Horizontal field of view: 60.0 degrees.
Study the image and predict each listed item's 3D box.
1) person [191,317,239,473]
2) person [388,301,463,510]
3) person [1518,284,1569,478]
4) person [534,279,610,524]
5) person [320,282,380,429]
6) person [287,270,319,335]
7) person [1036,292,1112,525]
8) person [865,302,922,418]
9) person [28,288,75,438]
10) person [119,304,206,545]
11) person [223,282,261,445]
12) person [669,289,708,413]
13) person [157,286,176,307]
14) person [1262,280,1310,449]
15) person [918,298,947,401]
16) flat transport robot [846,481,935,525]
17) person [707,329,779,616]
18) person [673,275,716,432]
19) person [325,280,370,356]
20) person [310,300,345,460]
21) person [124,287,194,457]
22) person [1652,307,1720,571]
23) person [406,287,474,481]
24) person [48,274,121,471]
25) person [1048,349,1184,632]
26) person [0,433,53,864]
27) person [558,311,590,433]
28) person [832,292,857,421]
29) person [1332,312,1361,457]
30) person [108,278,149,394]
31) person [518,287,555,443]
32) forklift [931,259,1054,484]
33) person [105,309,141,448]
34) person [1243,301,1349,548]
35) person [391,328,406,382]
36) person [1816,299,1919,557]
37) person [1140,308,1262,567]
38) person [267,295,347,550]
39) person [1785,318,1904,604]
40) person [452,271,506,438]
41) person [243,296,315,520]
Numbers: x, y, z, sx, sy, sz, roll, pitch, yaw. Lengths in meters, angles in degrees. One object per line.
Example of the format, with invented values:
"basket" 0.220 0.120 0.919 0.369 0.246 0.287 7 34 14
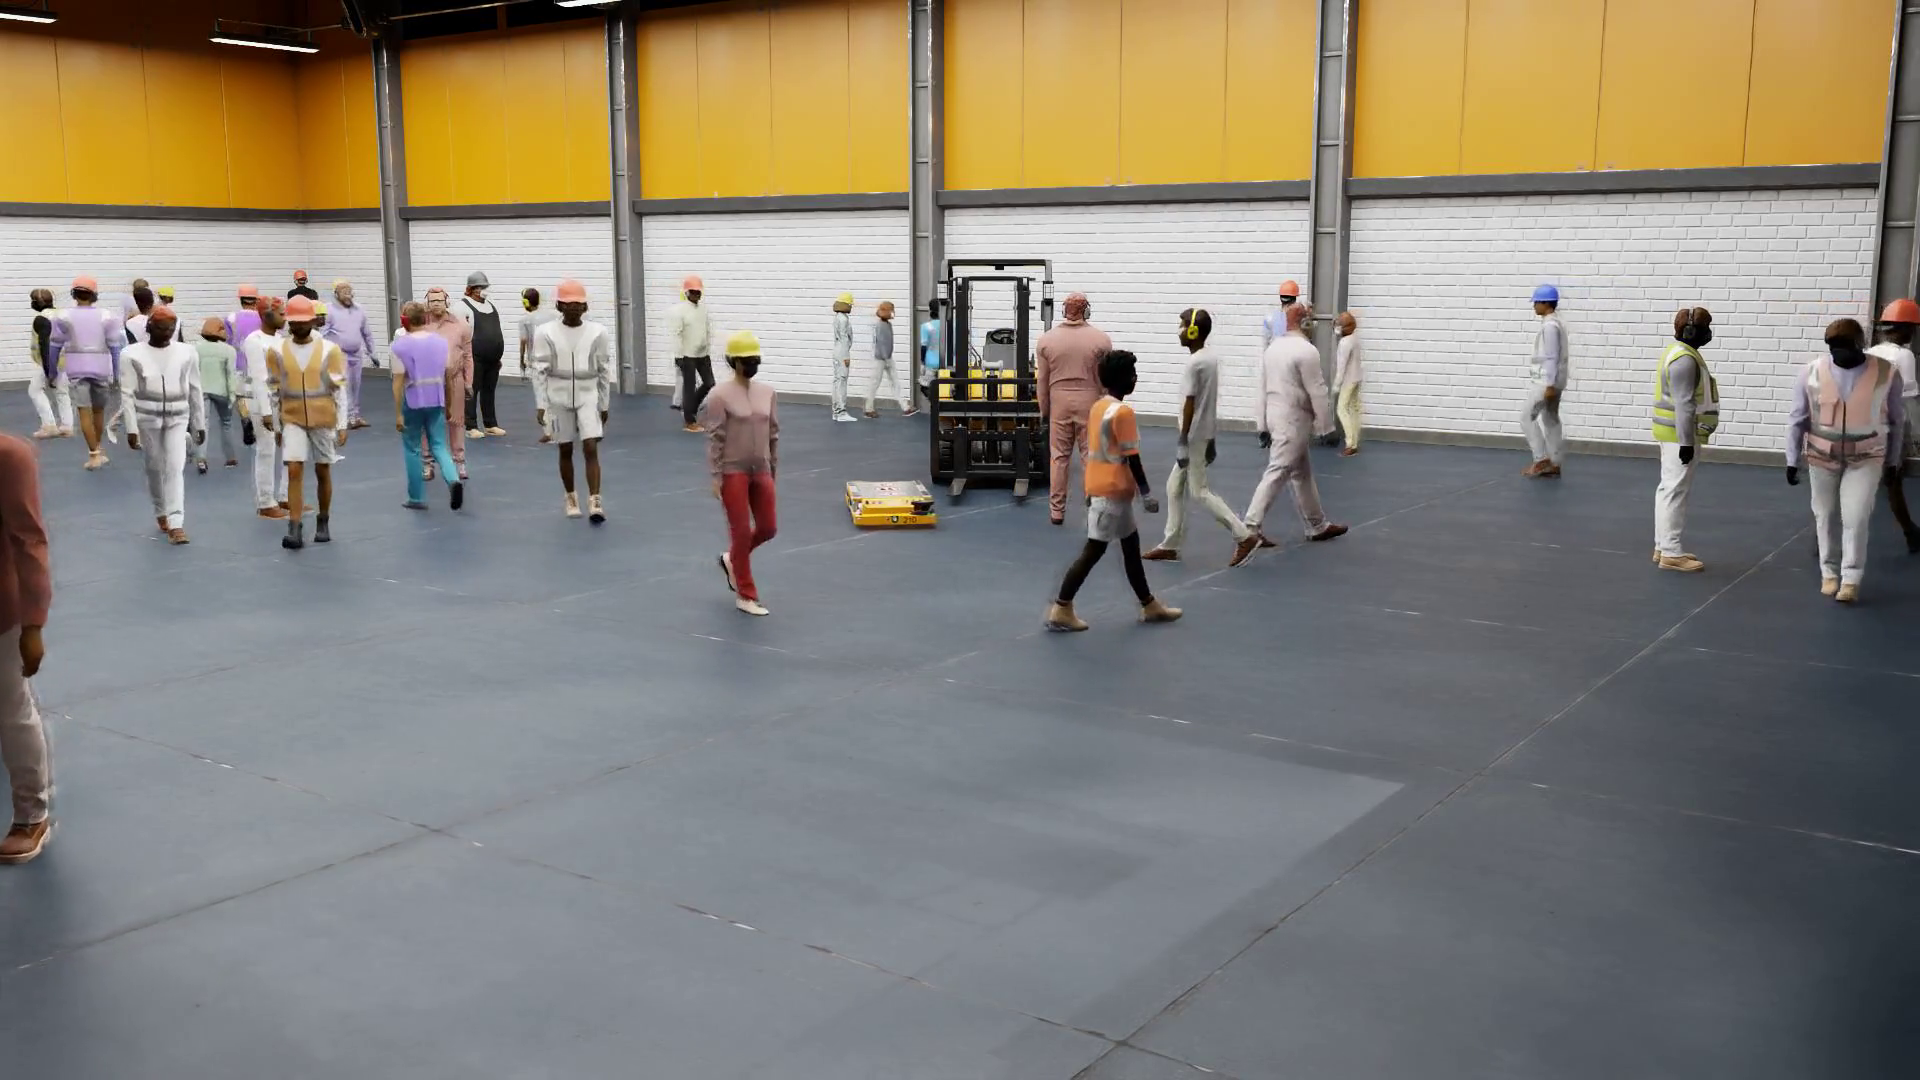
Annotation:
"person" -7.702 -1.501 17.146 0.505 1.588 0.862 -1 10 -8
"person" -4.598 -1.142 14.293 0.714 1.822 0.578 9 13 43
"person" 5.803 -1.570 16.538 0.508 1.929 0.606 5 11 26
"person" -3.172 -1.127 13.677 0.623 1.997 0.977 -3 10 -15
"person" -7.812 -2.363 21.419 0.649 1.876 0.741 7 12 34
"person" -12.217 -4.022 30.950 0.381 1.994 0.622 7 12 36
"person" 0.952 -1.066 13.611 0.639 1.908 0.409 2 10 13
"person" -0.947 -2.453 22.800 0.840 1.593 0.504 3 10 19
"person" -11.170 -2.157 20.339 0.549 1.822 0.642 -1 10 -4
"person" -6.195 -0.910 12.949 0.590 1.833 0.980 -6 11 -30
"person" -8.236 -2.025 19.300 0.566 1.920 0.729 -4 10 -24
"person" -3.827 -2.691 23.665 0.611 1.785 0.943 -8 12 -40
"person" -13.336 -3.394 27.940 0.391 1.749 0.545 -4 10 -22
"person" 3.736 -1.995 19.053 0.548 1.938 0.358 5 11 27
"person" -0.290 -2.264 21.404 0.546 1.680 0.408 -8 12 -39
"flat transport robot" -0.605 -0.328 14.075 0.652 0.197 1.431 -1 10 -7
"person" -1.359 -0.424 10.259 0.530 1.752 0.554 -8 13 -41
"person" -3.364 -2.348 21.022 0.432 1.978 0.642 6 11 33
"person" -9.022 -2.882 24.502 0.613 1.876 0.966 -8 12 -40
"person" -6.958 -1.693 17.808 0.582 1.746 0.535 -6 11 -32
"person" -8.642 -1.794 18.018 0.644 1.885 0.659 -9 13 -44
"person" 5.095 -0.712 11.697 0.429 1.843 0.633 3 10 17
"person" -5.122 -1.538 16.421 0.641 1.908 0.407 -4 10 -21
"person" -9.058 -1.728 17.222 0.663 2.009 0.674 -7 12 -37
"person" 0.898 -0.287 9.721 0.859 1.653 0.535 -1 10 -7
"person" -3.407 0.256 5.640 0.641 1.939 1.017 -1 10 -9
"person" -4.893 -2.248 20.933 0.446 1.808 0.601 2 10 11
"person" -1.567 -2.478 22.528 0.312 1.737 0.483 -3 10 -15
"person" 4.309 -1.741 18.522 0.317 1.609 0.626 5 11 26
"person" -13.490 -3.302 26.997 0.934 1.897 0.705 -7 12 -37
"person" -4.985 -2.062 19.713 0.417 1.846 0.543 9 13 42
"forklift" 0.370 -1.738 16.759 1.214 2.155 2.313 1 10 3
"person" -9.564 -1.855 19.158 0.498 1.611 0.573 3 10 15
"person" 2.535 -0.865 12.577 0.988 1.855 0.648 -2 10 -12
"person" -6.572 -2.010 20.105 0.541 1.608 0.700 -7 12 -34
"person" 6.767 -0.797 12.087 1.010 1.879 0.565 1 10 6
"person" 1.716 -0.720 11.762 0.880 1.839 0.527 4 10 21
"person" -4.899 -0.876 12.488 0.563 1.893 0.936 -2 10 -14
"person" 5.594 -0.498 10.550 0.646 1.797 0.803 6 11 33
"person" -5.853 -2.276 20.417 0.538 2.000 0.683 5 11 27
"person" -5.686 -1.082 13.839 0.501 1.869 0.644 1 10 6
